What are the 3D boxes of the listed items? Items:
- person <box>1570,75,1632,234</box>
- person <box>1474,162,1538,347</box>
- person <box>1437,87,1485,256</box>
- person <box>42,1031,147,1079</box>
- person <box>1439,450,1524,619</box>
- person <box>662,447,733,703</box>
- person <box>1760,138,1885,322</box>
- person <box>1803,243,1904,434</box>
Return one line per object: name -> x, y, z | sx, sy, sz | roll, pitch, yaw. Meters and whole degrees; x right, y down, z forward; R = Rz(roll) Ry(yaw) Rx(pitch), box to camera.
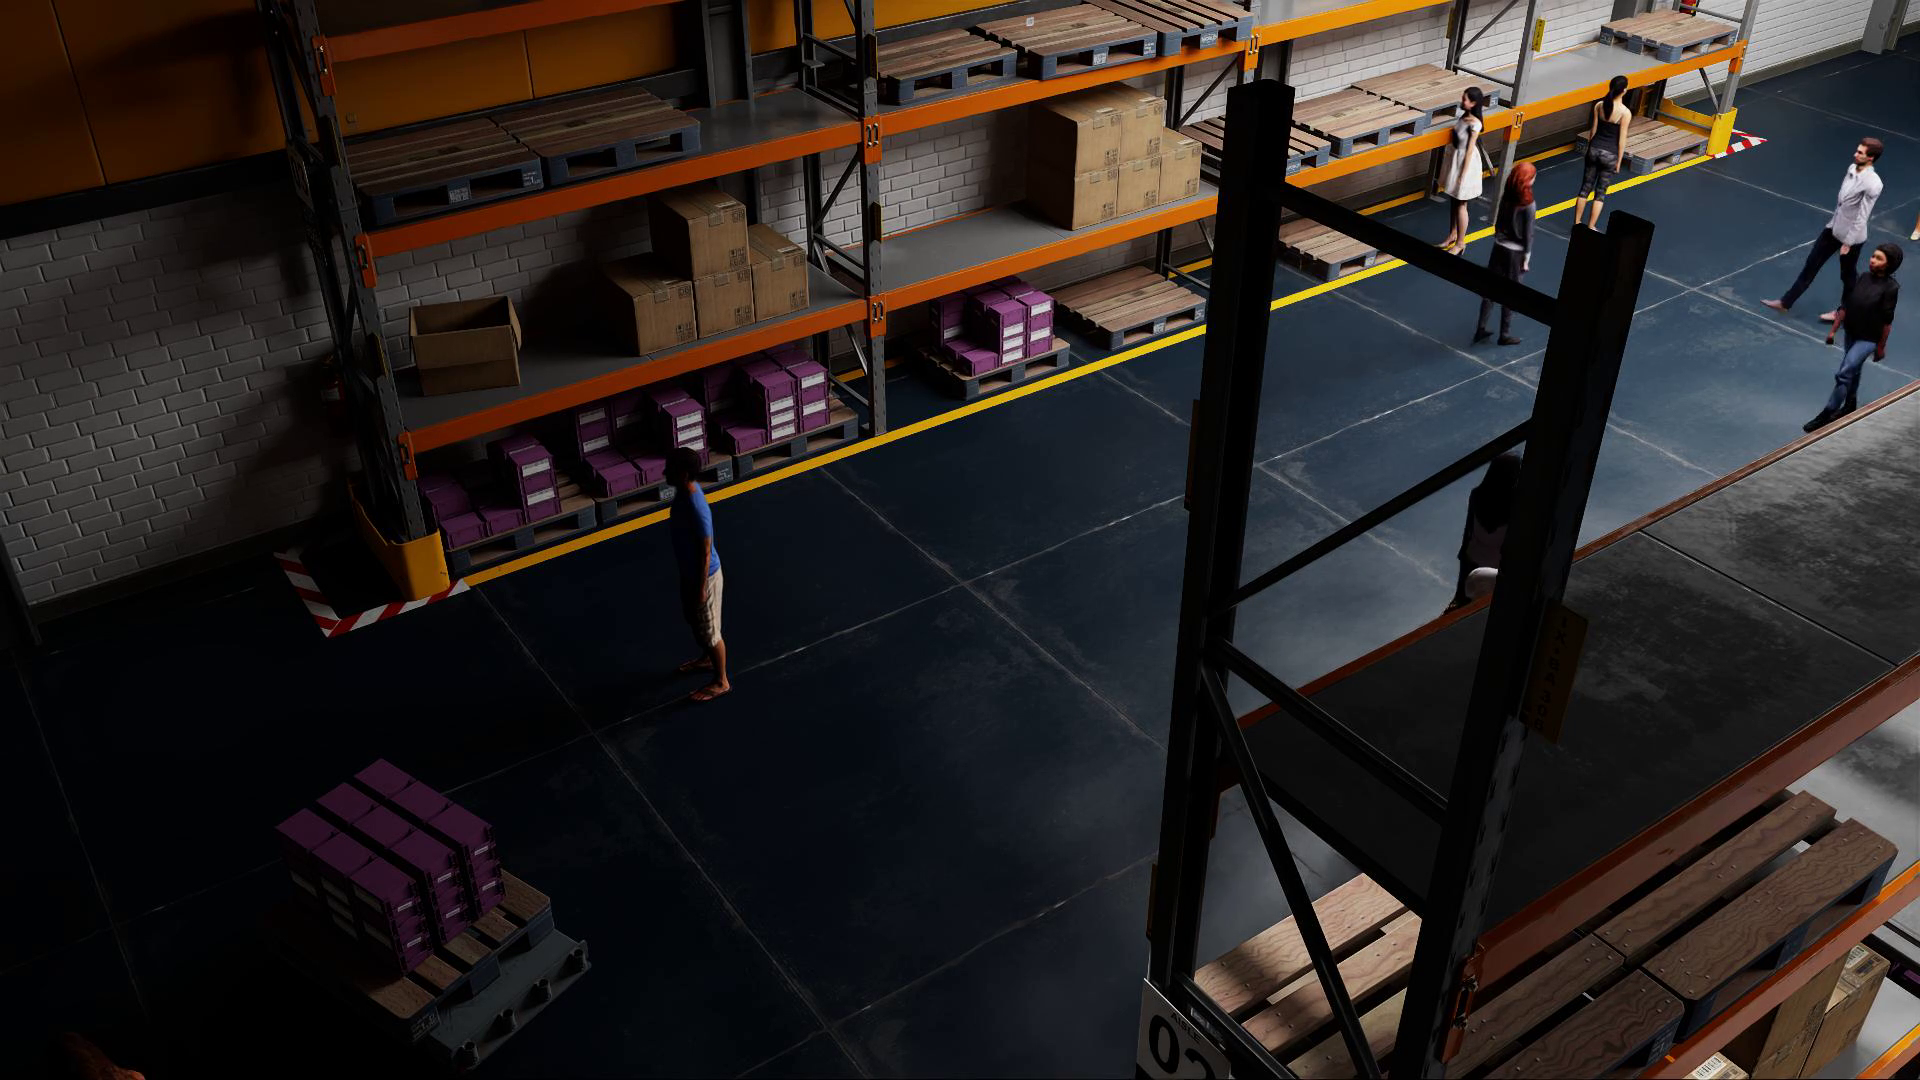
person -> 6.722, -4.011, 17.444 | 0.575, 1.721, 0.587 | -29, 43, -36
person -> 5.041, -2.626, 15.309 | 0.604, 1.777, 0.611 | -17, 37, -24
person -> 5.138, -3.766, 17.032 | 0.815, 1.769, 0.782 | -1, 34, -1
person -> -3.534, 2.807, 7.211 | 0.833, 1.693, 0.880 | 20, 38, 27
person -> 3.507, 0.163, 11.196 | 1.032, 1.684, 0.654 | -26, 41, -33
person -> -1.729, 0.199, 10.980 | 0.642, 1.864, 0.696 | -12, 35, -17
person -> 8.430, -2.885, 15.661 | 1.211, 1.820, 1.053 | -2, 34, -3
person -> 7.668, -1.710, 14.018 | 0.976, 1.681, 0.733 | -11, 35, -16
